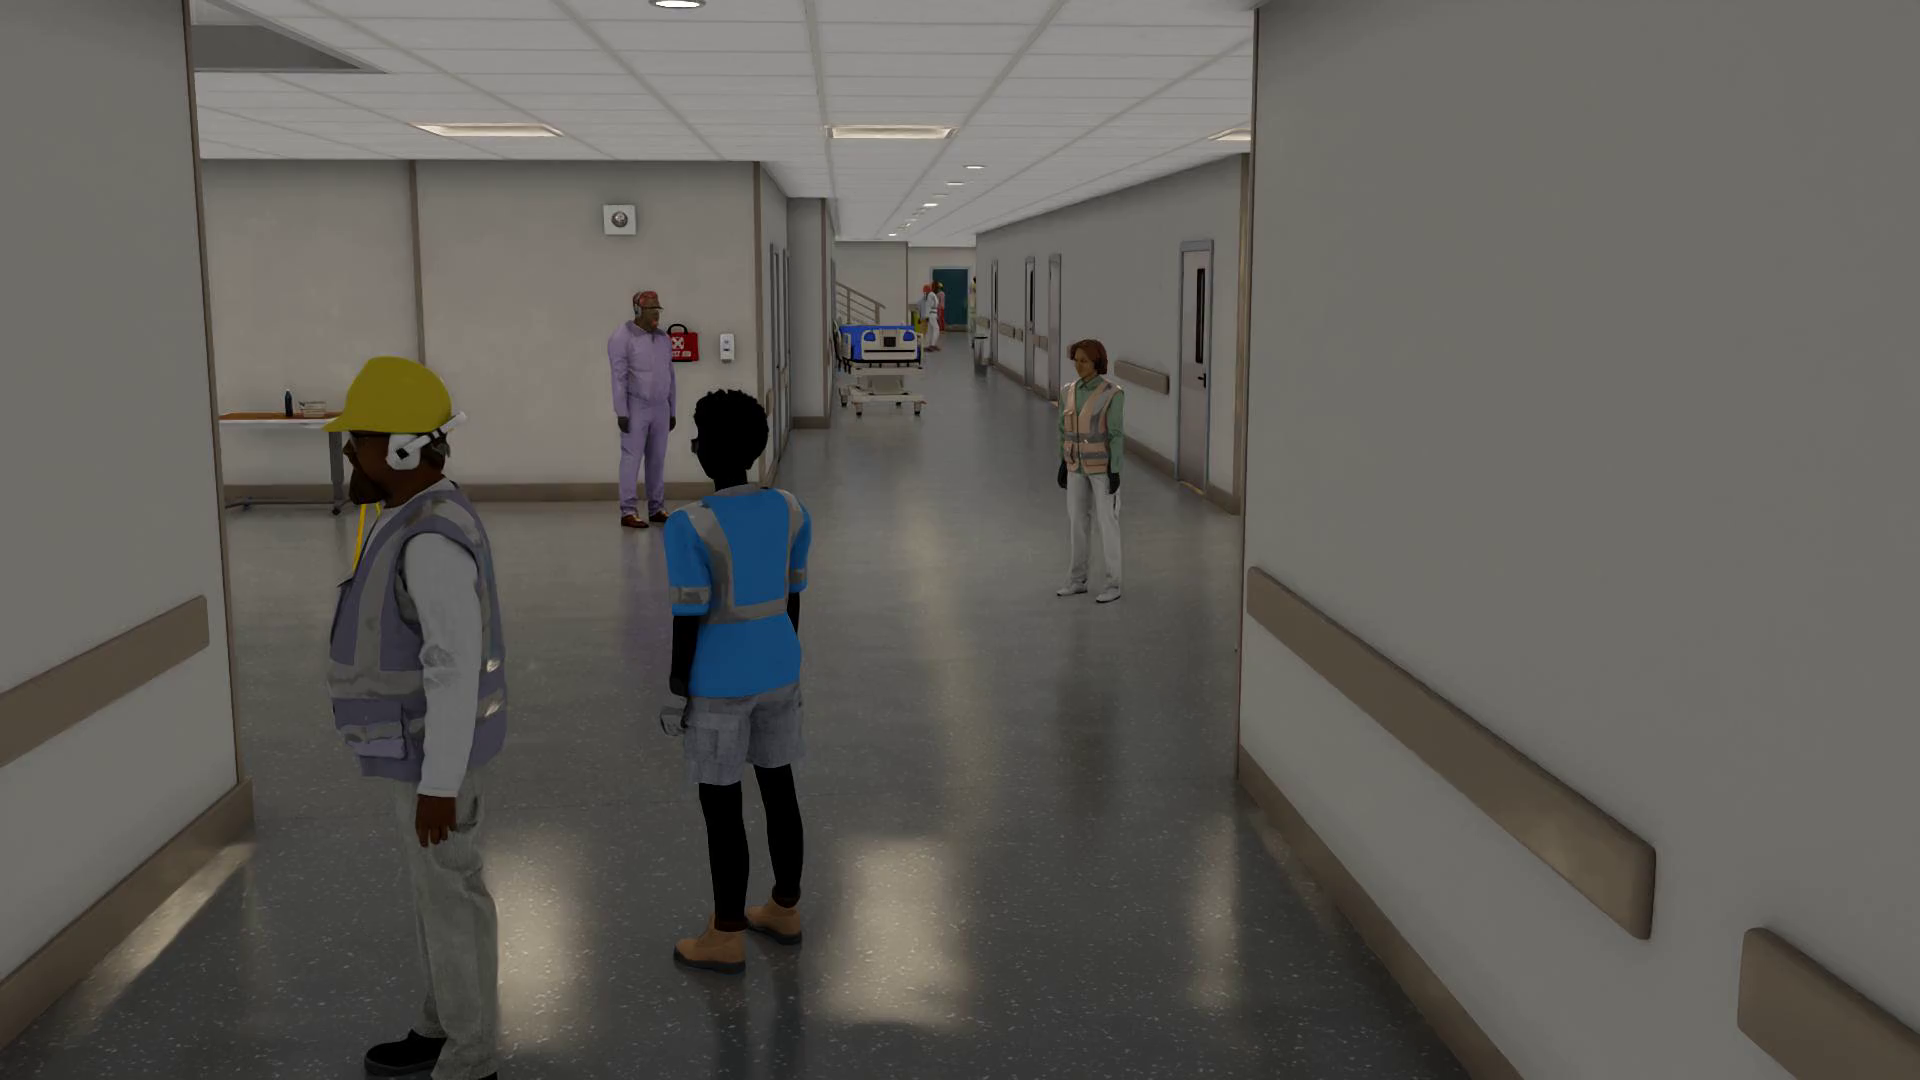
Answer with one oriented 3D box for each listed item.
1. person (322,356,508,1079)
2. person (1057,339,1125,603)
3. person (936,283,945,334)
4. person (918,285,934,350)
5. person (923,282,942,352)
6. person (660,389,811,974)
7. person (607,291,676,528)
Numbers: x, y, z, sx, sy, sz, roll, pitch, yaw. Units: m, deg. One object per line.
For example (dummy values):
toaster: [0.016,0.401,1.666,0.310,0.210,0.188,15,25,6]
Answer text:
person: [-1.292,0.482,3.980,0.404,1.835,0.590,-4,10,-21]
person: [0.817,-0.429,10.350,0.514,1.630,0.318,9,13,44]
person: [-0.708,-8.030,57.639,0.318,1.767,0.529,5,10,28]
person: [-0.894,-5.993,44.877,0.561,1.753,0.330,4,10,23]
person: [-0.685,-5.905,44.034,0.650,1.845,0.644,1,9,8]
person: [-0.654,0.410,4.861,0.319,1.697,0.532,7,11,37]
person: [-2.522,-1.051,13.418,0.401,1.901,0.646,7,11,36]
